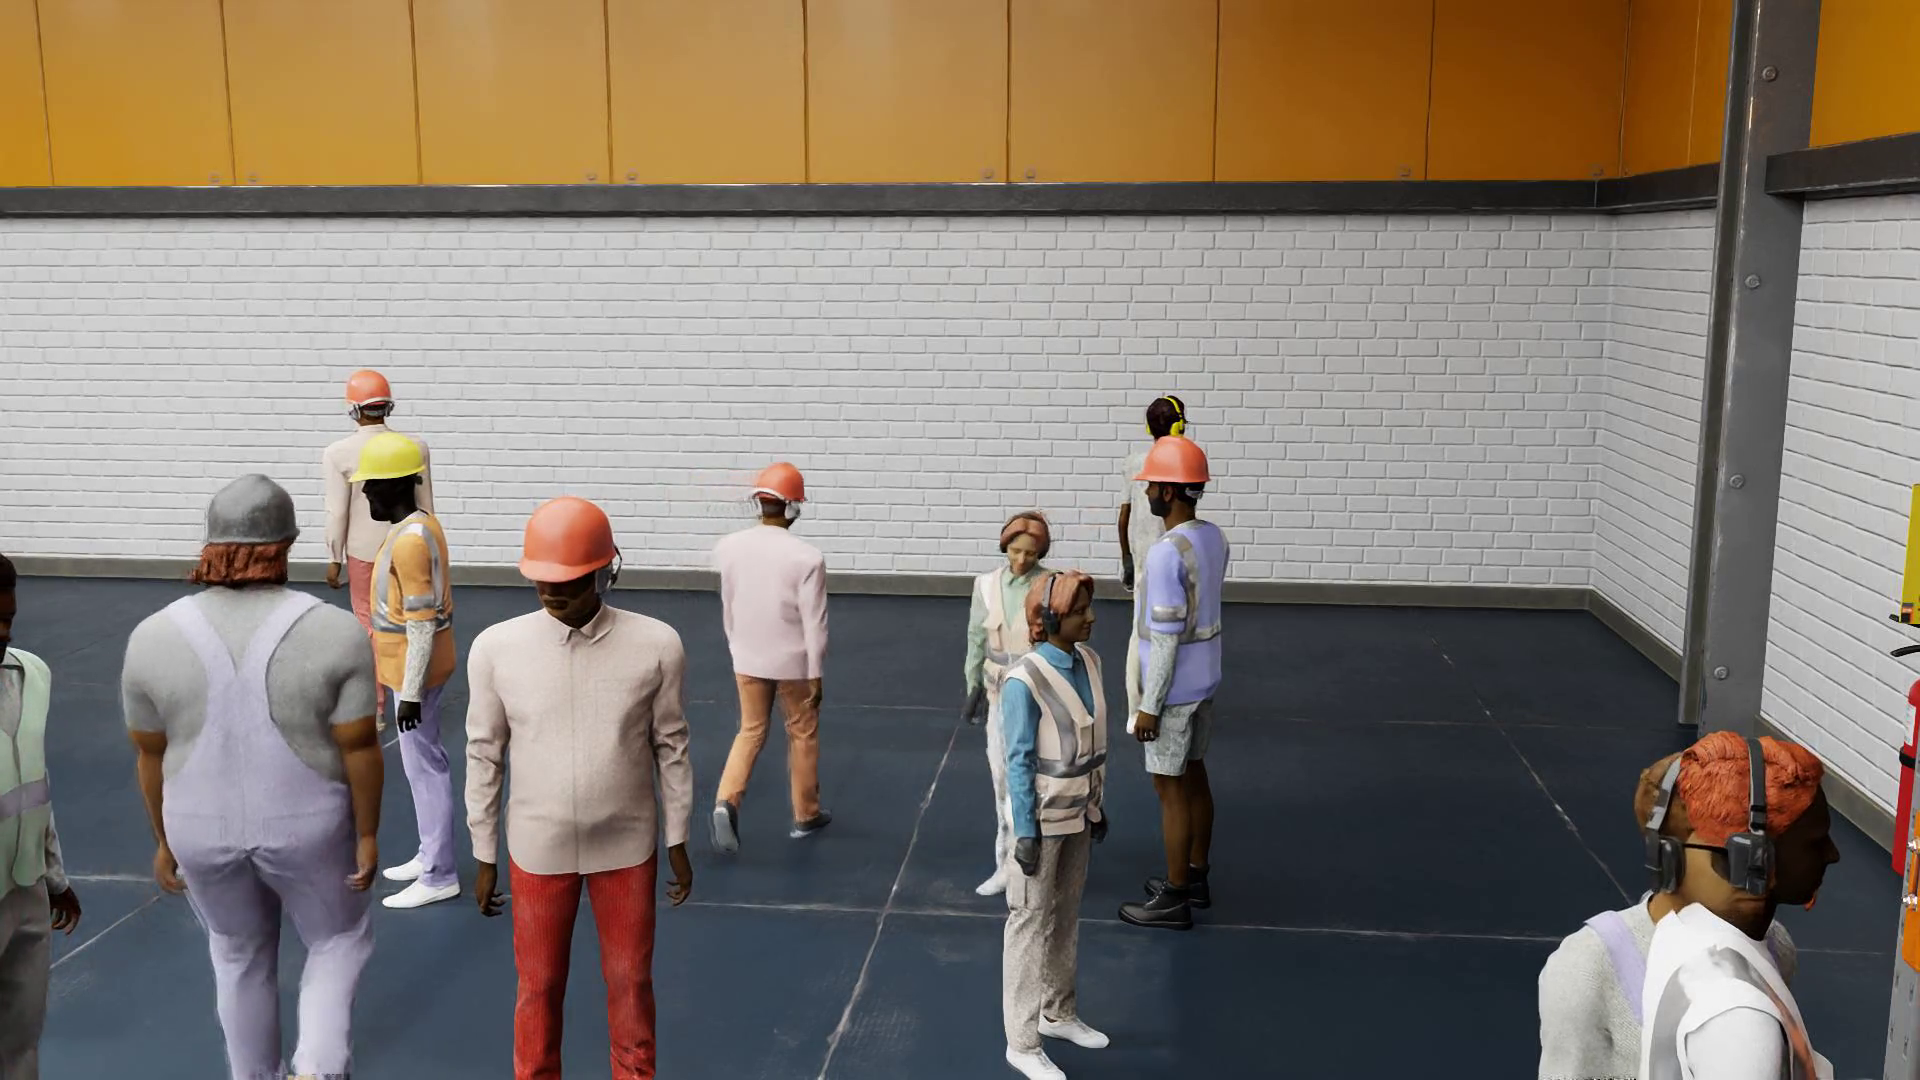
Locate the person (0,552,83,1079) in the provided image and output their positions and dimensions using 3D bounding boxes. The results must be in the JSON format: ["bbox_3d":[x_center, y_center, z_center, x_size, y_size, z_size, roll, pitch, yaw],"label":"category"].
[{"bbox_3d":[-2.558,0.951,4.340,0.383,1.910,0.596,1,10,7],"label":"person"}]

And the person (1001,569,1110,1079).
[{"bbox_3d":[0.308,0.905,5.366,0.309,1.644,0.512,6,12,32],"label":"person"}]

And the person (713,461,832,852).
[{"bbox_3d":[-0.831,0.516,7.339,0.566,1.725,0.693,4,11,22],"label":"person"}]

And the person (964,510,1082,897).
[{"bbox_3d":[0.245,0.673,6.734,0.595,1.621,0.363,7,12,37],"label":"person"}]

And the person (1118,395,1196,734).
[{"bbox_3d":[1.090,0.149,9.047,0.513,1.872,0.331,9,13,41],"label":"person"}]

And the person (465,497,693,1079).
[{"bbox_3d":[-1.055,0.857,4.653,0.622,1.986,0.398,-2,10,-13],"label":"person"}]

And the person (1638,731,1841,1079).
[{"bbox_3d":[1.251,1.239,2.774,0.355,1.882,0.575,2,10,10],"label":"person"}]

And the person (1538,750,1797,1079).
[{"bbox_3d":[1.194,1.244,2.849,0.505,1.845,0.345,-4,11,-22],"label":"person"}]

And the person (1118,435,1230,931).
[{"bbox_3d":[0.832,0.558,6.513,0.357,1.938,0.542,5,11,29],"label":"person"}]

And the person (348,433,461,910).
[{"bbox_3d":[-2.235,0.524,6.737,0.374,1.923,0.595,-3,10,-17],"label":"person"}]

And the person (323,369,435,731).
[{"bbox_3d":[-3.205,0.057,9.211,0.611,1.997,0.372,-8,13,-40],"label":"person"}]
